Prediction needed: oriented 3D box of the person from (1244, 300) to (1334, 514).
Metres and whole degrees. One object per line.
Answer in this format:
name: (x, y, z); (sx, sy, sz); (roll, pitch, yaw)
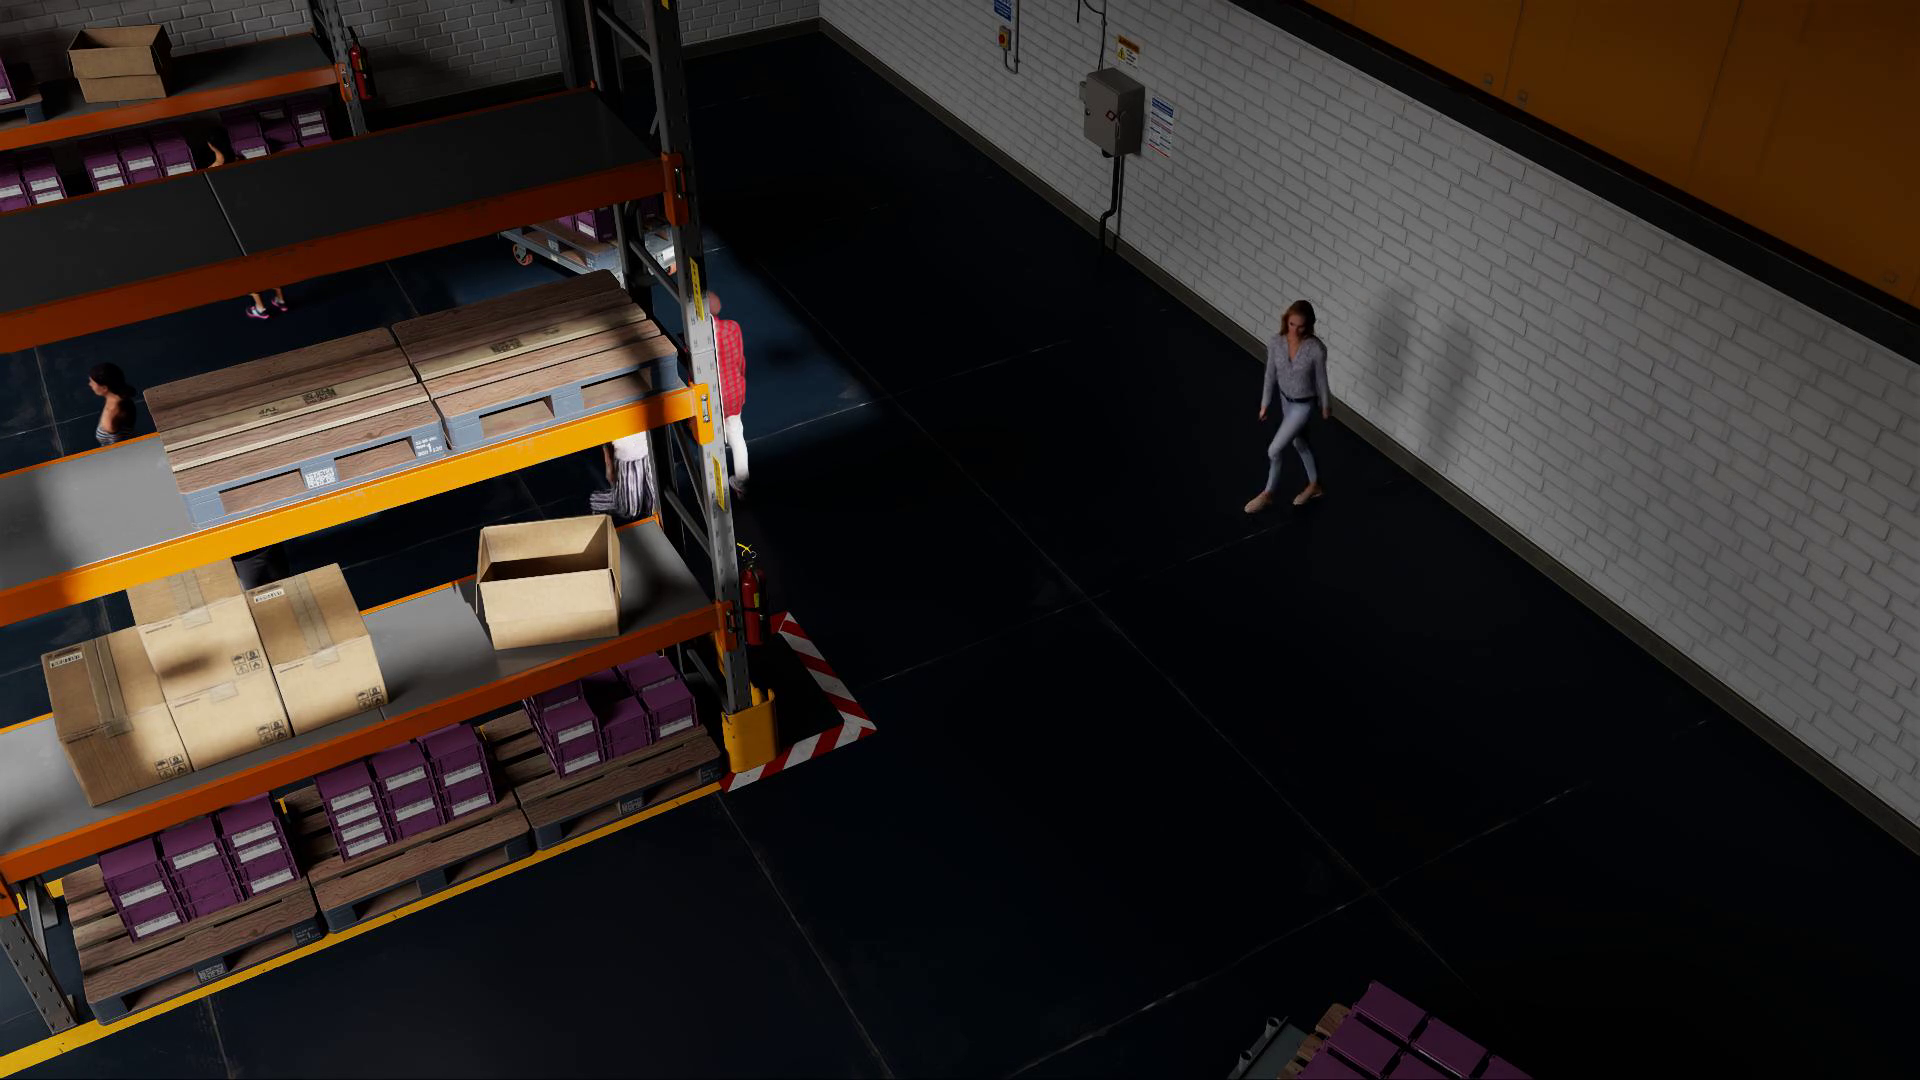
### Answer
person: (2.493, -0.964, 11.986); (0.902, 1.753, 0.666); (-28, 47, -31)

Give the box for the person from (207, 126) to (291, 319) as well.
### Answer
person: (-6.107, -2.706, 14.190); (0.690, 1.724, 0.569); (28, 47, 31)

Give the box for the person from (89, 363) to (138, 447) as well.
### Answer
person: (-5.525, -0.429, 11.260); (0.620, 1.822, 0.651); (-9, 39, -11)

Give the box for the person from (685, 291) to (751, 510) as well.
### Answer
person: (-1.741, -1.010, 11.990); (0.609, 1.820, 0.777); (-31, 48, -33)
